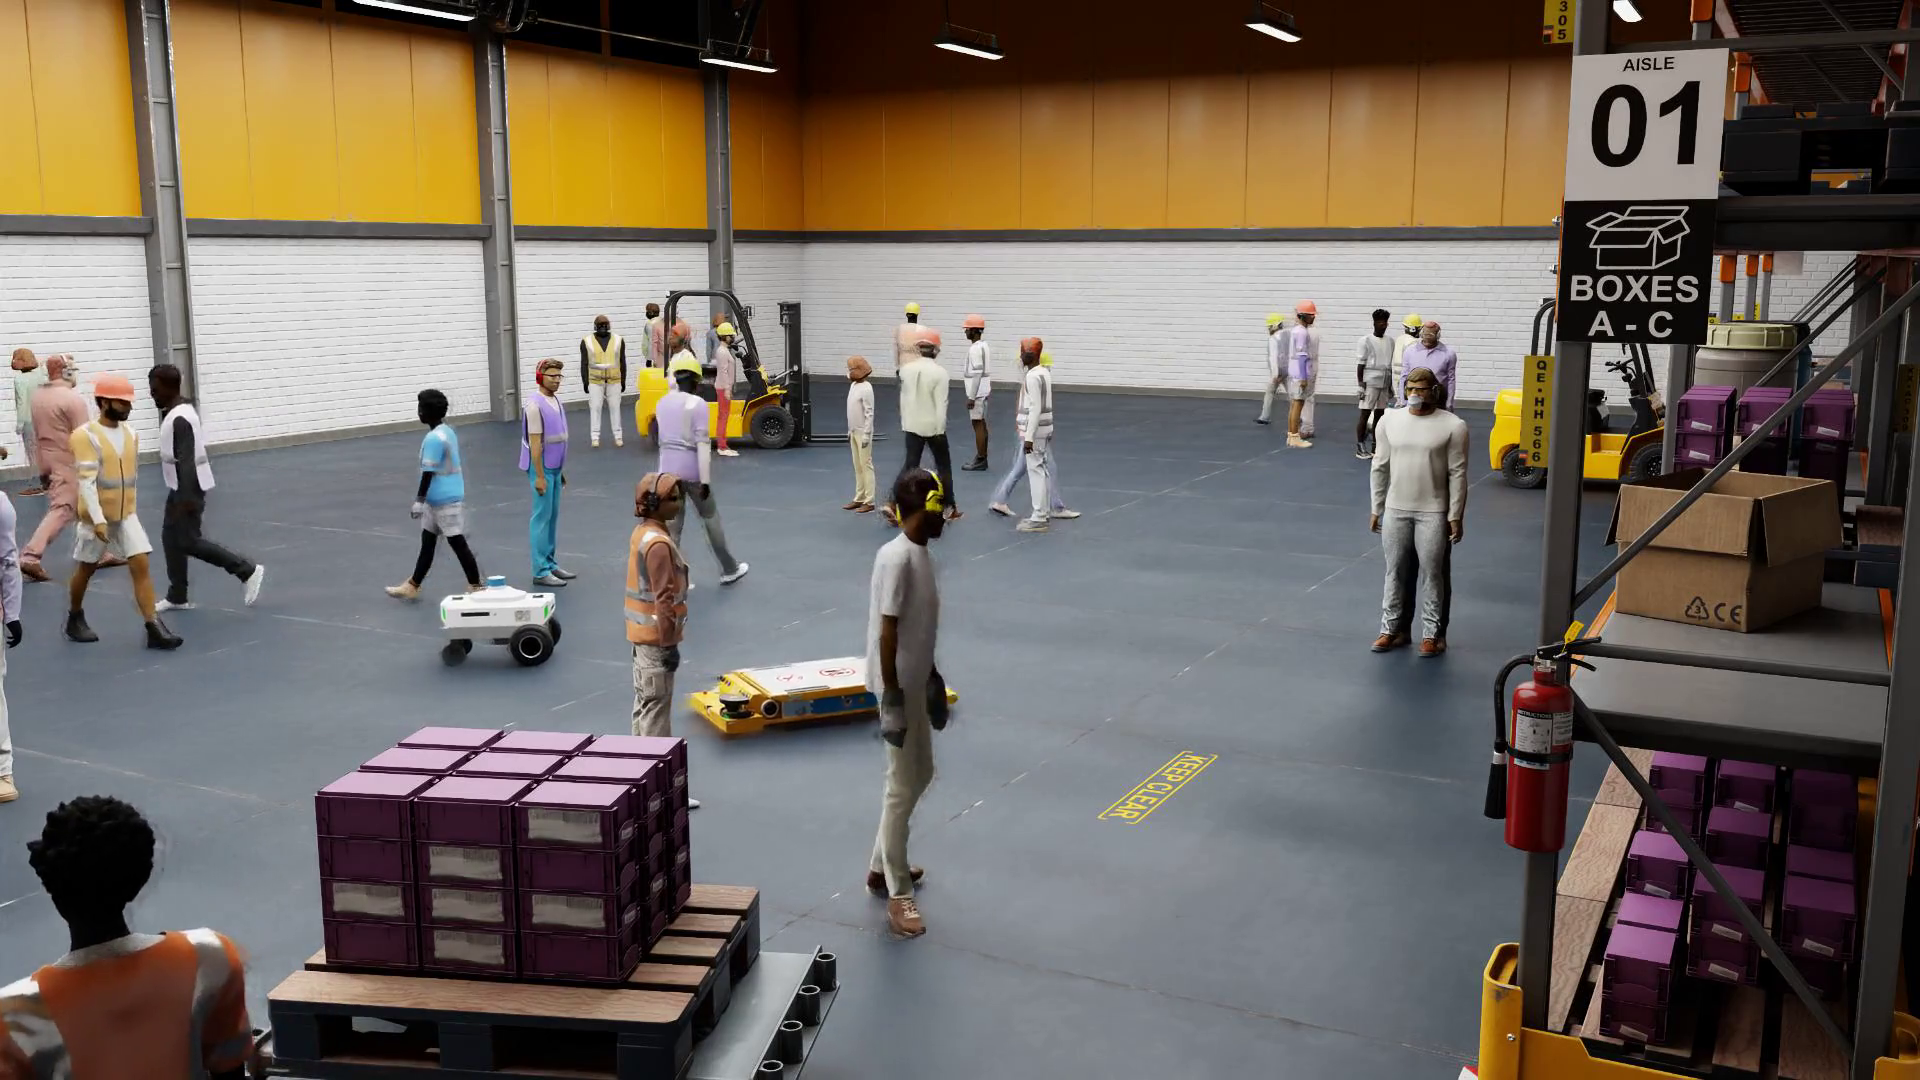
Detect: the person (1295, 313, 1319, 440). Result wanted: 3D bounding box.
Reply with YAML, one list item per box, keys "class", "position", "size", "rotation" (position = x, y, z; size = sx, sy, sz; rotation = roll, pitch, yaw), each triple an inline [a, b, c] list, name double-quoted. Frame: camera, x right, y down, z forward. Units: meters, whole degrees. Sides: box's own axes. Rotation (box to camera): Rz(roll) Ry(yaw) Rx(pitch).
- class: "person"
  position: [5.012, -2.397, 24.106]
  size: [0.449, 1.884, 0.705]
  rotation: [4, 11, 23]

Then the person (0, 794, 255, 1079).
- class: "person"
  position: [-1.677, 1.303, 3.341]
  size: [0.537, 1.636, 0.911]
  rotation: [-10, 14, -44]

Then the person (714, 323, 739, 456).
- class: "person"
  position: [-3.102, -1.995, 22.073]
  size: [0.313, 1.769, 0.523]
  rotation: [-2, 10, -10]

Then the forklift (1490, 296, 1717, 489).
- class: "forklift"
  position: [7.296, -1.677, 18.993]
  size: [2.313, 2.155, 1.214]
  rotation: [5, 11, 27]

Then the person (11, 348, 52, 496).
- class: "person"
  position: [-10.344, -1.312, 18.497]
  size: [0.280, 1.636, 0.500]
  rotation: [-1, 10, -4]

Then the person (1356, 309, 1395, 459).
- class: "person"
  position: [5.451, -2.045, 21.785]
  size: [0.612, 1.962, 0.361]
  rotation: [-5, 11, -29]

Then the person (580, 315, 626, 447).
- class: "person"
  position: [-4.943, -2.201, 23.094]
  size: [0.623, 1.836, 0.430]
  rotation: [-3, 10, -18]

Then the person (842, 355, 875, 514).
- class: "person"
  position: [-1.043, -1.093, 17.236]
  size: [0.278, 1.633, 0.498]
  rotation: [-4, 11, -24]

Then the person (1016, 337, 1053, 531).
- class: "person"
  position: [0.725, -1.023, 16.104]
  size: [0.337, 1.882, 0.583]
  rotation: [2, 10, 13]

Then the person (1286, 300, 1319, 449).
- class: "person"
  position: [4.738, -2.288, 22.969]
  size: [0.392, 2.041, 0.615]
  rotation: [1, 10, 4]

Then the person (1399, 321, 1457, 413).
- class: "person"
  position: [5.463, -1.613, 19.477]
  size: [0.639, 1.902, 0.407]
  rotation: [3, 10, 17]

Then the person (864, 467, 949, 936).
- class: "person"
  position: [-0.231, 0.631, 6.707]
  size: [0.357, 1.833, 0.655]
  rotation: [2, 10, 14]

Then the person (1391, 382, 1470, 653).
- class: "person"
  position: [3.153, -0.159, 11.225]
  size: [0.507, 1.842, 0.339]
  rotation: [6, 12, 33]

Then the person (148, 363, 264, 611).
- class: "person"
  position: [-5.717, -0.386, 12.442]
  size: [0.770, 1.888, 0.608]
  rotation: [-5, 11, -26]

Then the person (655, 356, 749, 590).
- class: "person"
  position: [-2.154, -0.540, 13.396]
  size: [0.622, 1.853, 0.915]
  rotation: [7, 12, 33]

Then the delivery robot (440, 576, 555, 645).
- class: "delivery robot"
  position: [-3.046, 0.481, 10.972]
  size: [0.707, 0.478, 0.477]
  rotation: [-1, 10, -7]

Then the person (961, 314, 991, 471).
- class: "person"
  position: [0.191, -1.824, 20.584]
  size: [0.361, 1.939, 0.542]
  rotation: [2, 10, 12]

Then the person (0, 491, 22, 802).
- class: "person"
  position: [-4.890, 0.388, 8.063]
  size: [0.626, 1.844, 0.429]
  rotation: [-5, 11, -28]

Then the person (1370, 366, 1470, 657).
- class: "person"
  position: [3.046, -0.189, 11.118]
  size: [0.636, 1.939, 0.363]
  rotation: [5, 11, 29]

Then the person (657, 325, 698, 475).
- class: "person"
  position: [-3.336, -1.537, 19.181]
  size: [0.758, 1.856, 0.582]
  rotation: [-6, 11, -29]

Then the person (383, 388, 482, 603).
- class: "person"
  position: [-4.018, -0.307, 12.578]
  size: [0.831, 1.652, 0.551]
  rotation: [-1, 10, -8]

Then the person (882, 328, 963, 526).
- class: "person"
  position: [-0.385, -1.114, 16.446]
  size: [0.620, 1.959, 0.928]
  rotation: [6, 12, 33]

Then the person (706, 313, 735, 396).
- class: "person"
  position: [-4.173, -3.132, 29.037]
  size: [0.507, 1.633, 0.274]
  rotation: [-1, 10, -5]

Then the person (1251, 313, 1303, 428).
- class: "person"
  position: [4.964, -2.600, 25.571]
  size: [0.655, 1.772, 0.935]
  rotation: [-9, 13, -43]

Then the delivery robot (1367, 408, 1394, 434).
- class: "delivery robot"
  position: [6.041, -1.712, 23.665]
  size: [0.477, 0.478, 0.707]
  rotation: [-4, 11, -21]

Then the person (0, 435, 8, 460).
- class: "person"
  position: [-9.157, -0.913, 15.446]
  size: [0.574, 1.894, 0.505]
  rotation: [6, 11, 31]

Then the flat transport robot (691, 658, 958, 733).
- class: "flat transport robot"
  position: [-0.793, 0.878, 9.765]
  size: [1.431, 0.197, 0.652]
  rotation: [-5, 11, -26]

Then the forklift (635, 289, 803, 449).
- class: "forklift"
  position: [-3.358, -2.392, 23.136]
  size: [2.313, 2.155, 1.214]
  rotation: [-1, 10, -5]

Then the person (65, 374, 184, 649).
- class: "person"
  position: [-5.796, -0.193, 11.339]
  size: [1.047, 1.880, 0.551]
  rotation: [5, 11, 26]

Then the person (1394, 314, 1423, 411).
- class: "person"
  position: [6.335, -2.266, 23.459]
  size: [0.404, 1.827, 0.599]
  rotation: [-2, 10, -9]

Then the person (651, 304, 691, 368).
- class: "person"
  position: [-4.674, -2.913, 26.971]
  size: [0.643, 1.912, 0.410]
  rotation: [-2, 10, -14]

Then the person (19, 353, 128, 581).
- class: "person"
  position: [-7.455, -0.613, 13.804]
  size: [0.648, 1.866, 0.966]
  rotation: [8, 13, 39]

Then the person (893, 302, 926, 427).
- class: "person"
  position: [-0.739, -2.697, 25.672]
  size: [0.585, 1.928, 0.369]
  rotation: [4, 11, 21]

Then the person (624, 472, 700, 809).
- class: "person"
  position: [-1.469, 0.486, 8.088]
  size: [0.314, 1.636, 0.515]
  rotation: [-3, 10, -19]

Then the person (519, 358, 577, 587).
- class: "person"
  position: [-3.363, -0.554, 13.517]
  size: [0.396, 1.841, 0.565]
  rotation: [1, 10, 4]

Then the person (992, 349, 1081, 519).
- class: "person"
  position: [0.742, -1.071, 16.842]
  size: [0.895, 1.724, 0.530]
  rotation: [0, 10, 0]

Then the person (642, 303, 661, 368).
- class: "person"
  position: [-5.192, -3.106, 28.287]
  size: [0.430, 1.844, 0.624]
  rotation: [2, 10, 12]
